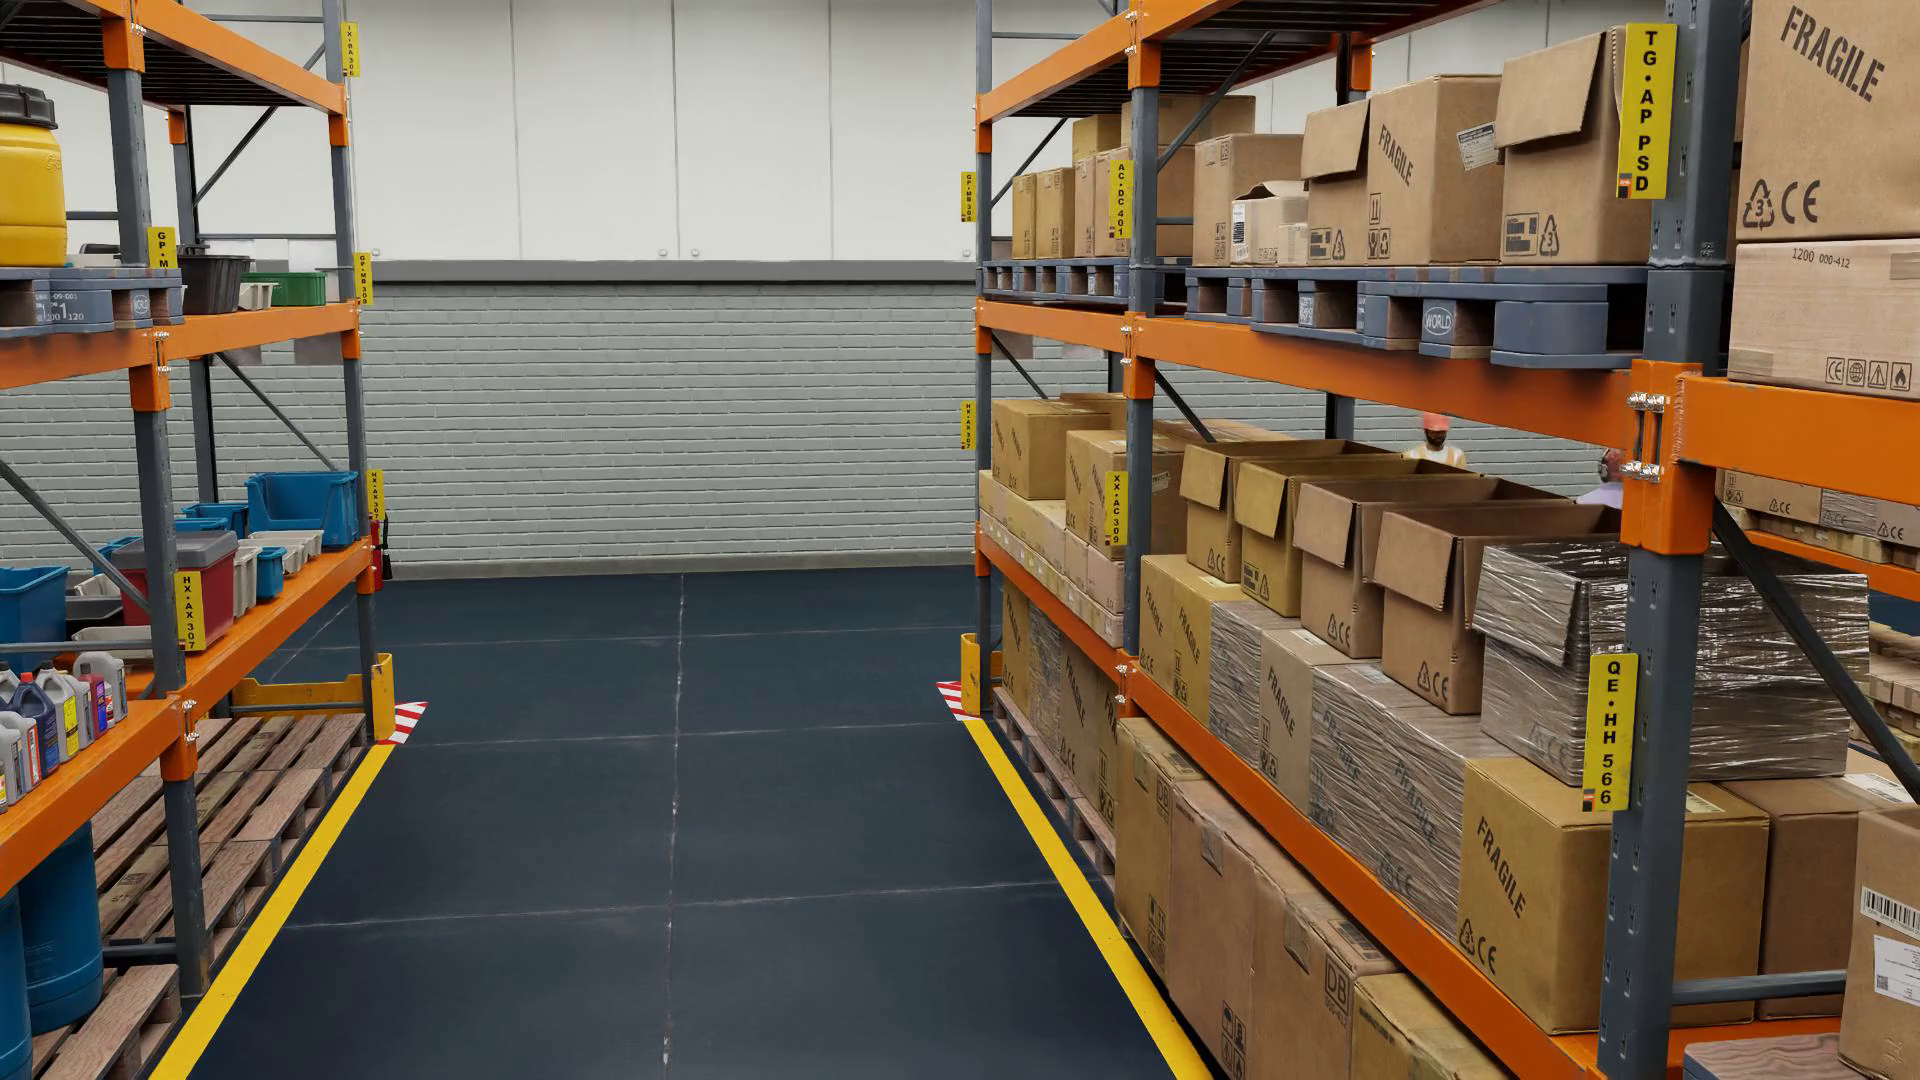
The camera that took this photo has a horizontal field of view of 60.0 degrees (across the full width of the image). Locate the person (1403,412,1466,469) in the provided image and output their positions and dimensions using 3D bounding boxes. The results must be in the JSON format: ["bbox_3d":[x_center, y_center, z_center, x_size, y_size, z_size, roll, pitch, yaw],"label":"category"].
[{"bbox_3d":[4.026,-0.189,14.174,0.548,1.892,1.014,-1,9,-7],"label":"person"}]

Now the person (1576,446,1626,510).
[{"bbox_3d":[4.305,0.306,11.063,0.687,1.885,0.575,-1,9,-3],"label":"person"}]
